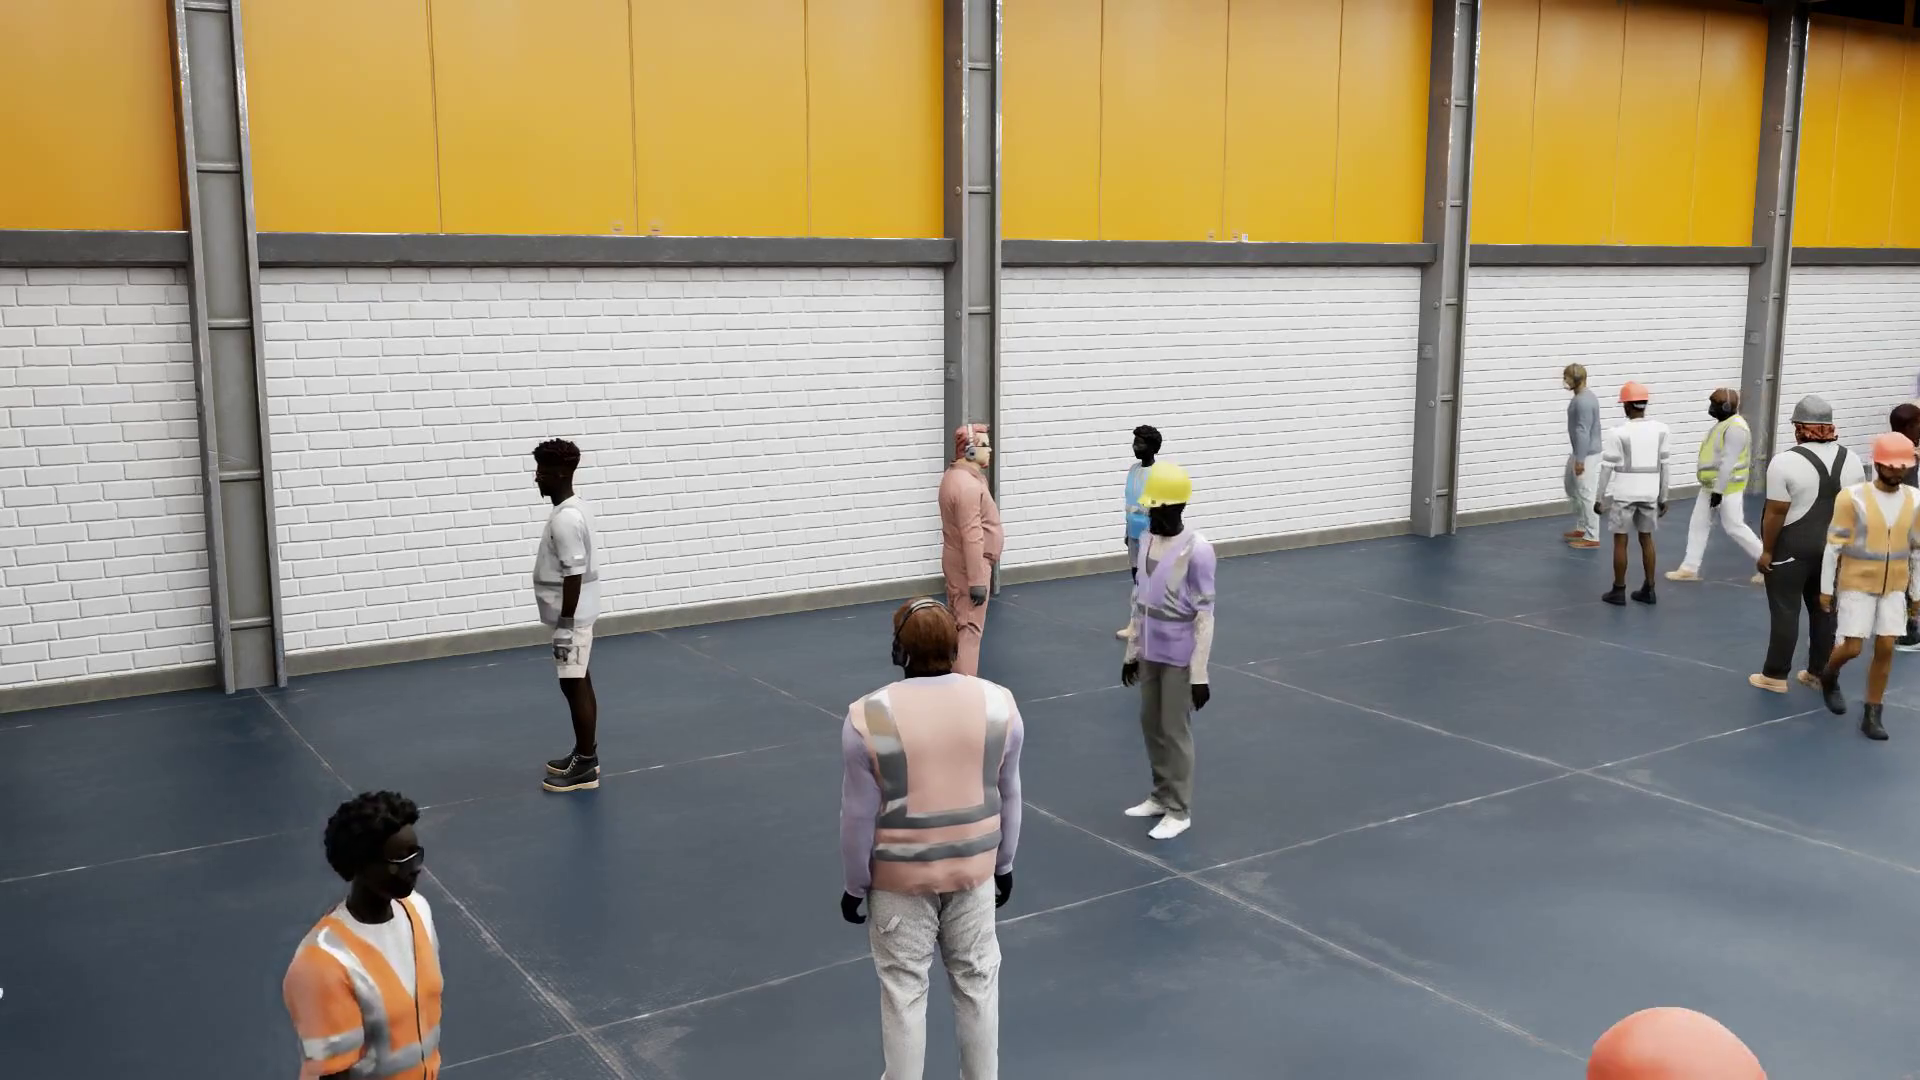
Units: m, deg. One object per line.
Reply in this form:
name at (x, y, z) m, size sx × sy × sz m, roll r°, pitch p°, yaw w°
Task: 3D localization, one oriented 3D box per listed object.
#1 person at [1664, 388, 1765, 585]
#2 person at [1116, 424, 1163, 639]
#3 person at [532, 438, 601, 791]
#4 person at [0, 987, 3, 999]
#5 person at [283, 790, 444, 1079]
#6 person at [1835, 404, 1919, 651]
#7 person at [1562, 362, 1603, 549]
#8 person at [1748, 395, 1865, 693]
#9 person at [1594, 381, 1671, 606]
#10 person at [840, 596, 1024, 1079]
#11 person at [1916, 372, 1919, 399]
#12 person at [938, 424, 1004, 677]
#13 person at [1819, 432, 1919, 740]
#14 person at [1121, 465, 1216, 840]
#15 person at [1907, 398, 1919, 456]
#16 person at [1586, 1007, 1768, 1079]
person at (7.021, -0.486, 15.158) m, size 0.913 × 1.808 × 0.620 m, roll 1°, pitch 9°, yaw 7°
person at (1.430, -0.040, 12.781) m, size 0.317 × 1.696 × 0.537 m, roll -5°, pitch 11°, yaw -27°
person at (-2.186, 0.409, 9.263) m, size 0.361 × 1.964 × 0.618 m, roll -1°, pitch 10°, yaw -8°
person at (-3.979, 1.056, 6.163) m, size 0.504 × 1.696 × 0.805 m, roll 4°, pitch 10°, yaw 20°
person at (-1.450, 1.422, 4.118) m, size 0.887 × 1.651 × 0.536 m, roll 3°, pitch 10°, yaw 17°
person at (6.939, -0.074, 12.409) m, size 0.874 × 1.891 × 0.604 m, roll 2°, pitch 10°, yaw 14°
person at (6.395, -0.868, 17.131) m, size 0.438 × 1.914 × 0.657 m, roll 3°, pitch 10°, yaw 16°
person at (5.736, 0.021, 11.381) m, size 0.680 × 2.000 × 0.537 m, roll -2°, pitch 10°, yaw -11°
person at (5.750, -0.394, 14.215) m, size 0.569 × 1.930 × 0.383 m, roll -1°, pitch 9°, yaw -5°
person at (-0.104, 1.094, 5.507) m, size 0.621 × 1.847 × 0.429 m, roll -3°, pitch 10°, yaw -18°
person at (12.937, -1.645, 21.952) m, size 0.957 × 1.869 × 0.655 m, roll -5°, pitch 11°, yaw -27°
person at (0.078, 0.207, 10.660) m, size 0.407 × 1.909 × 0.639 m, roll -2°, pitch 10°, yaw -10°
person at (5.626, 0.265, 10.280) m, size 0.579 × 1.912 × 0.610 m, roll 1°, pitch 9°, yaw 5°
person at (1.059, 0.570, 8.499) m, size 0.433 × 1.920 × 0.652 m, roll -5°, pitch 11°, yaw -27°
person at (9.824, -0.818, 16.913) m, size 0.858 × 1.883 × 0.596 m, roll -6°, pitch 11°, yaw -34°
person at (0.896, 1.596, 2.125) m, size 0.623 × 1.970 × 0.749 m, roll 1°, pitch 9°, yaw 7°
